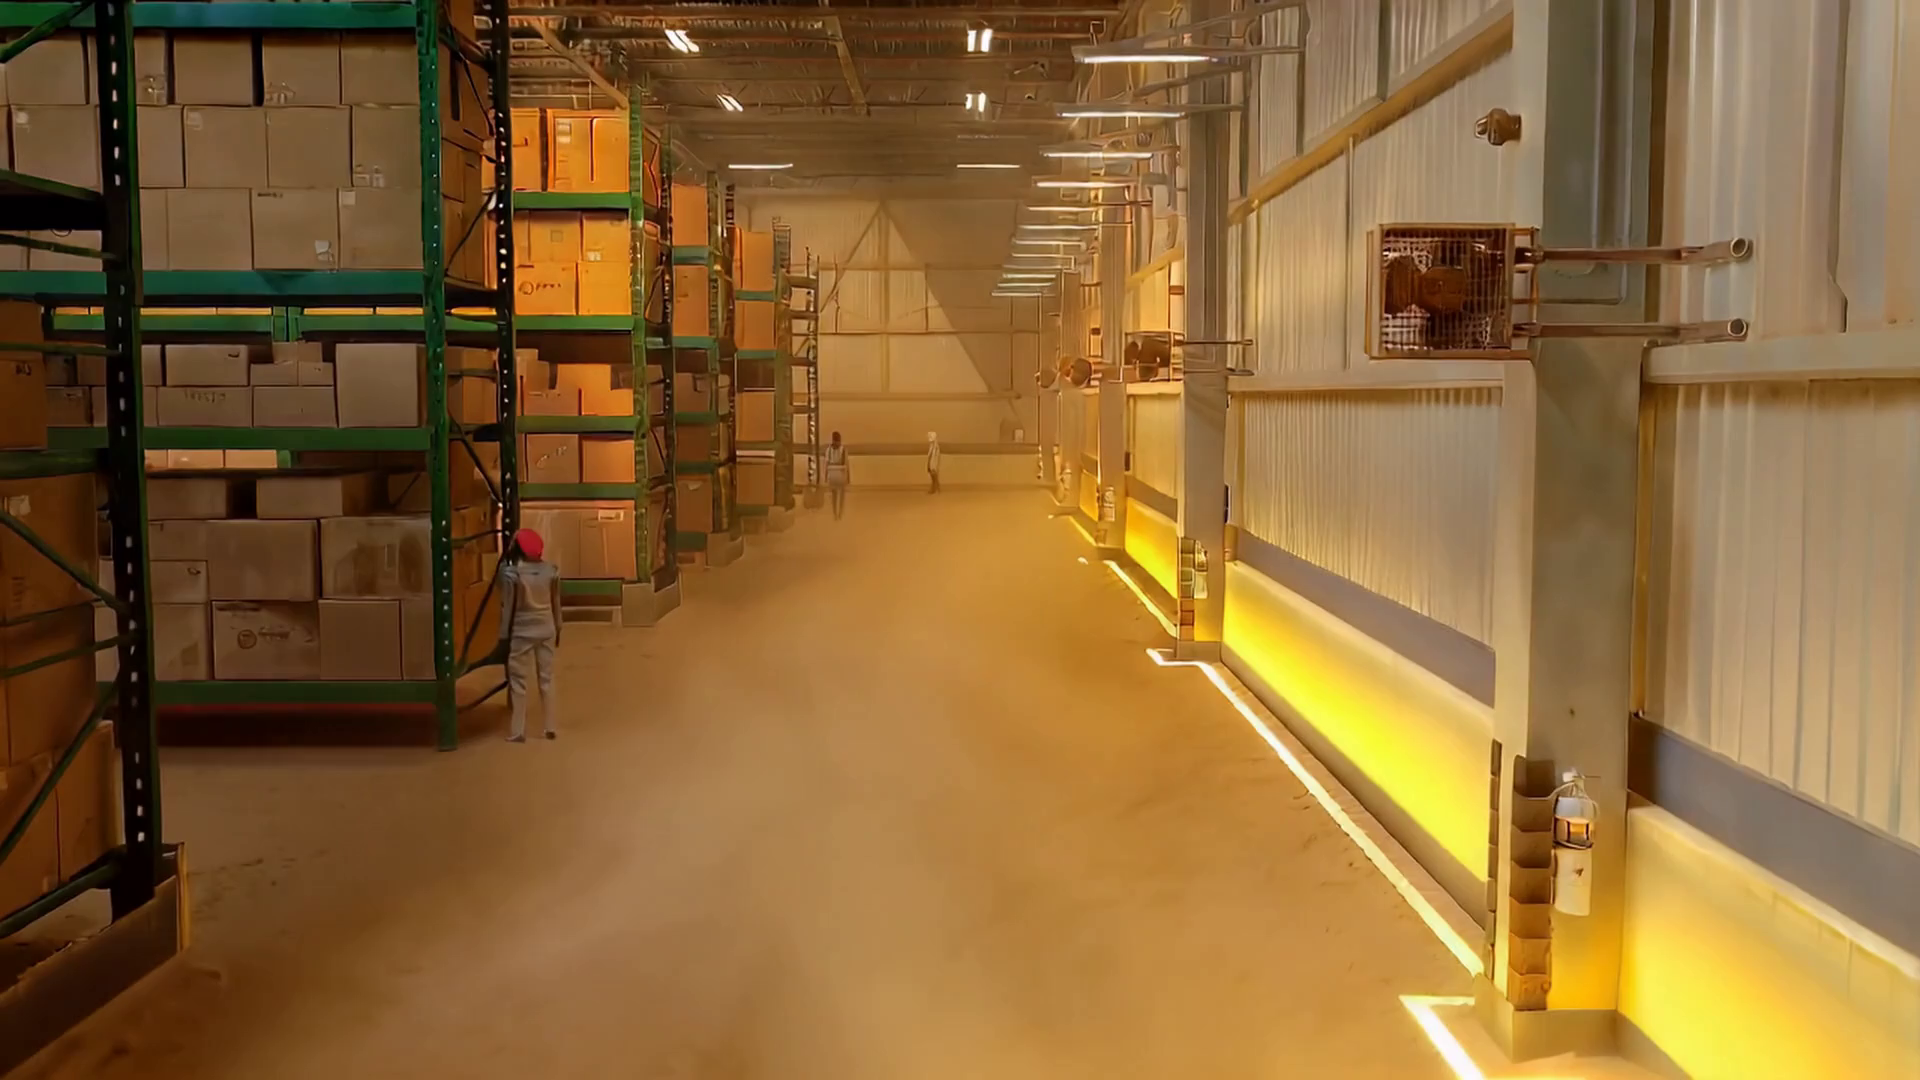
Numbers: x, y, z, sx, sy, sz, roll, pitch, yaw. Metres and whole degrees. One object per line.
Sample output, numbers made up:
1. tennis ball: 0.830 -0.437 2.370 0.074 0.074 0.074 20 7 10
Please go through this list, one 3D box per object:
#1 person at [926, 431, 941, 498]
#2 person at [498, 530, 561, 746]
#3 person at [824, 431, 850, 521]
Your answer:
1. person: -0.722 -1.970 43.437 0.361 1.742 0.563 -3 6 -28
2. person: -3.234 0.734 12.555 0.321 1.630 0.520 5 7 44
3. person: -2.629 -1.375 35.514 0.549 1.918 0.757 0 5 -3
